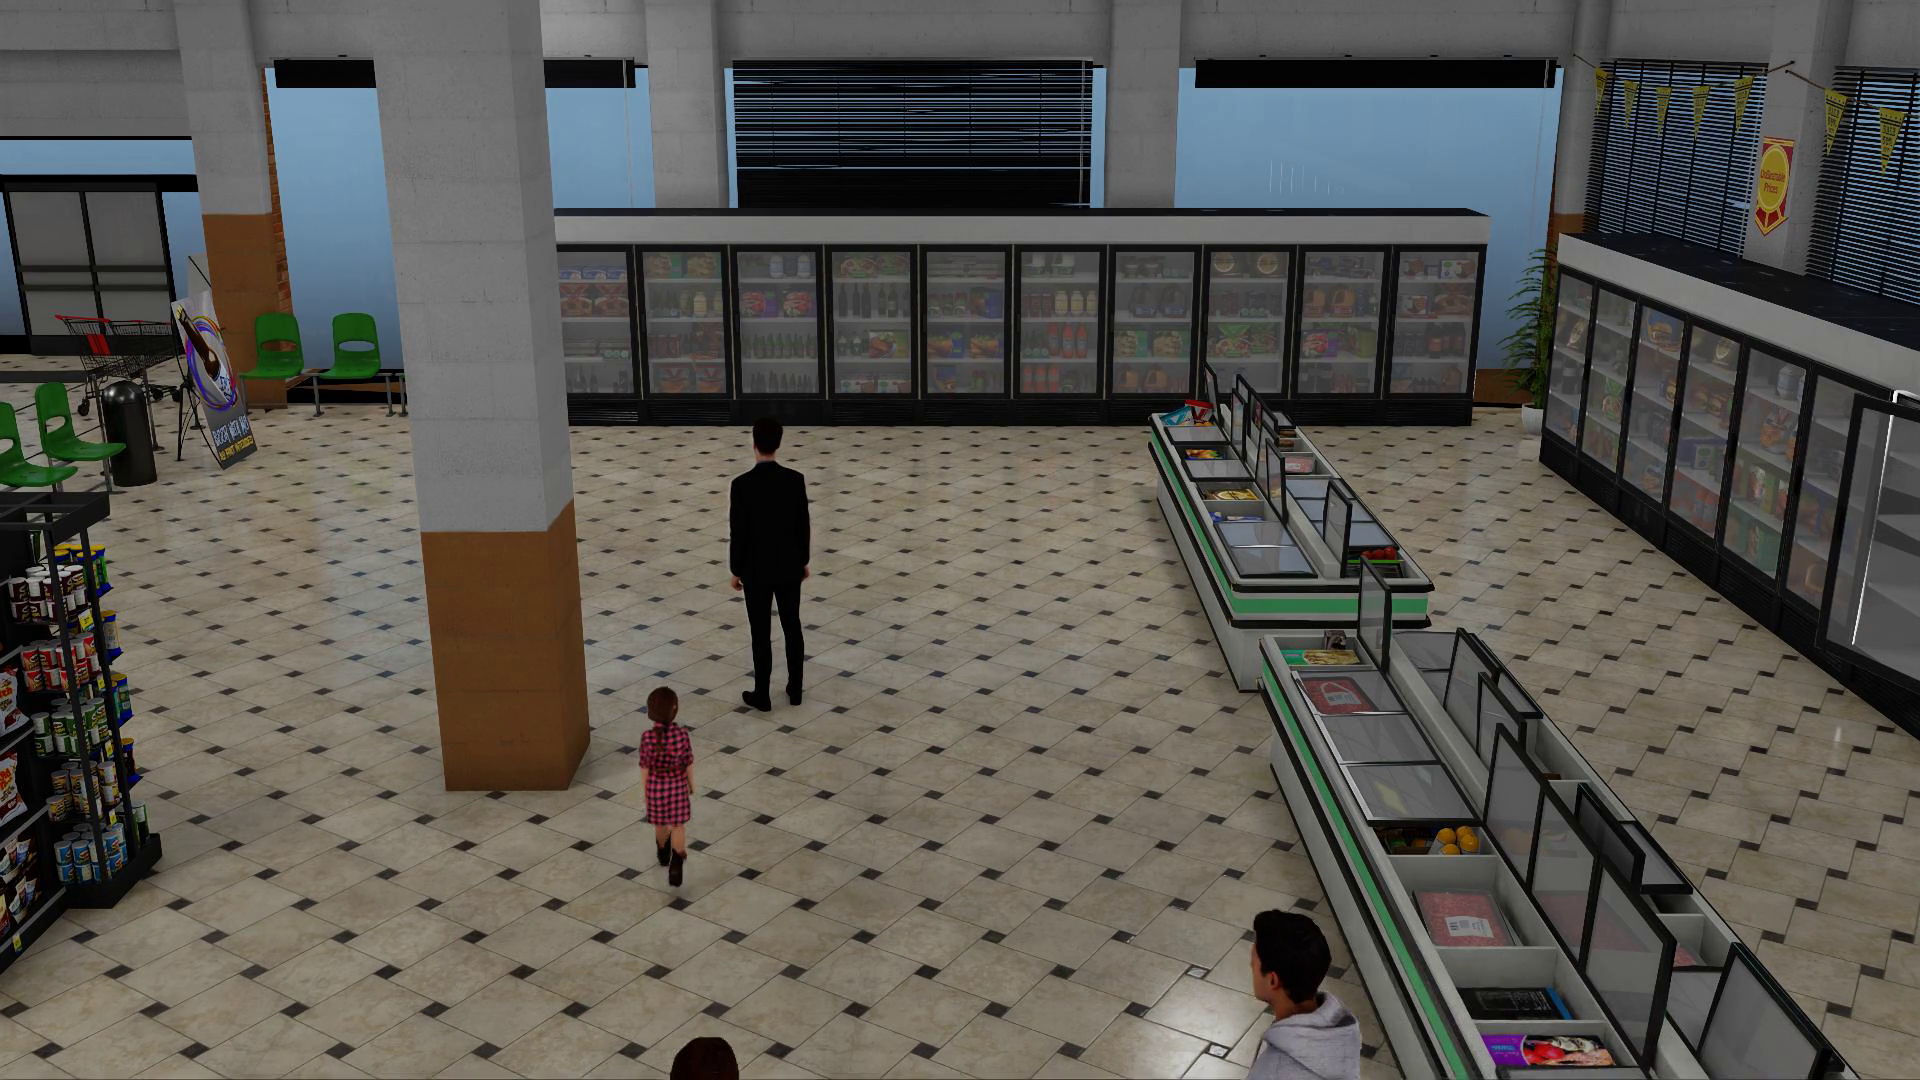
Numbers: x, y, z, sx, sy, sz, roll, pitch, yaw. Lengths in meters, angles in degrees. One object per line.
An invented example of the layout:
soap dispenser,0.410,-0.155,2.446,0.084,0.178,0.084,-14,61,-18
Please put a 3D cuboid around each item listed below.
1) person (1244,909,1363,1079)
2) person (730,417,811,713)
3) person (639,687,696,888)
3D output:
person,1.028,1.970,4.591,1.053,1.869,1.220,7,18,22
person,-1.191,0.156,10.524,0.782,1.894,0.772,-8,19,-25
person,-1.486,1.256,8.424,0.538,1.008,0.768,-4,17,-12
